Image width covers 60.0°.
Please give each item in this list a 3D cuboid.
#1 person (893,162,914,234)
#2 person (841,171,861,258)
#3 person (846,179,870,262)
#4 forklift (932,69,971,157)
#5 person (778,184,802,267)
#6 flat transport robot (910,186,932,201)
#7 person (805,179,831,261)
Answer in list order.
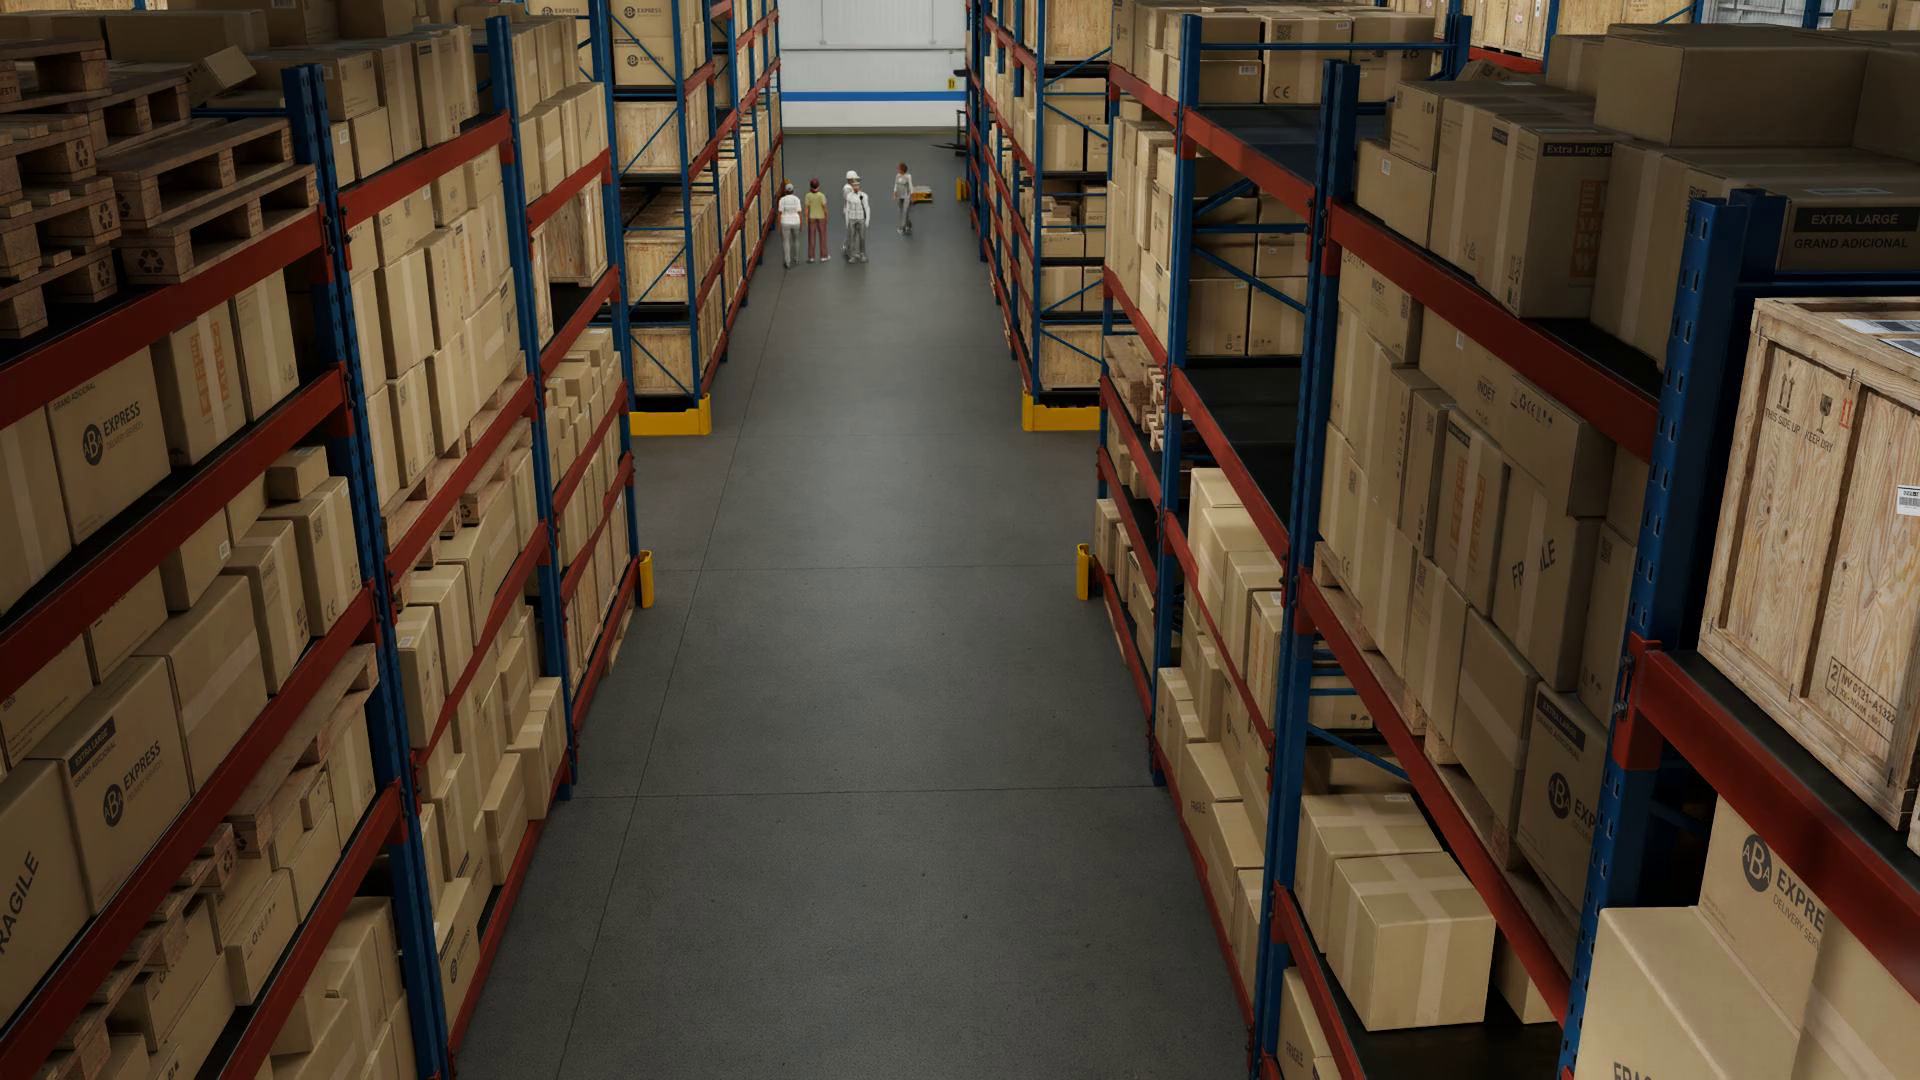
[{"bbox_3d":[-1.301,-7.649,37.244,0.453,1.569,0.834,13,24,31],"label":"person"},{"bbox_3d":[-2.271,-6.790,34.634,0.488,1.785,0.598,3,21,7],"label":"person"},{"bbox_3d":[-2.106,-6.581,34.226,0.506,1.700,0.390,2,21,5],"label":"person"},{"bbox_3d":[0.486,-12.907,49.425,3.031,2.941,1.121,17,26,38],"label":"forklift"},{"bbox_3d":[-3.459,-6.412,33.829,0.475,1.663,0.707,-5,21,-13],"label":"person"},{"bbox_3d":[-1.068,-8.798,42.299,0.659,0.255,1.431,-1,21,-4],"label":"flat transport robot"},{"bbox_3d":[-2.942,-6.587,34.224,0.477,1.672,0.389,1,20,3],"label":"person"}]
